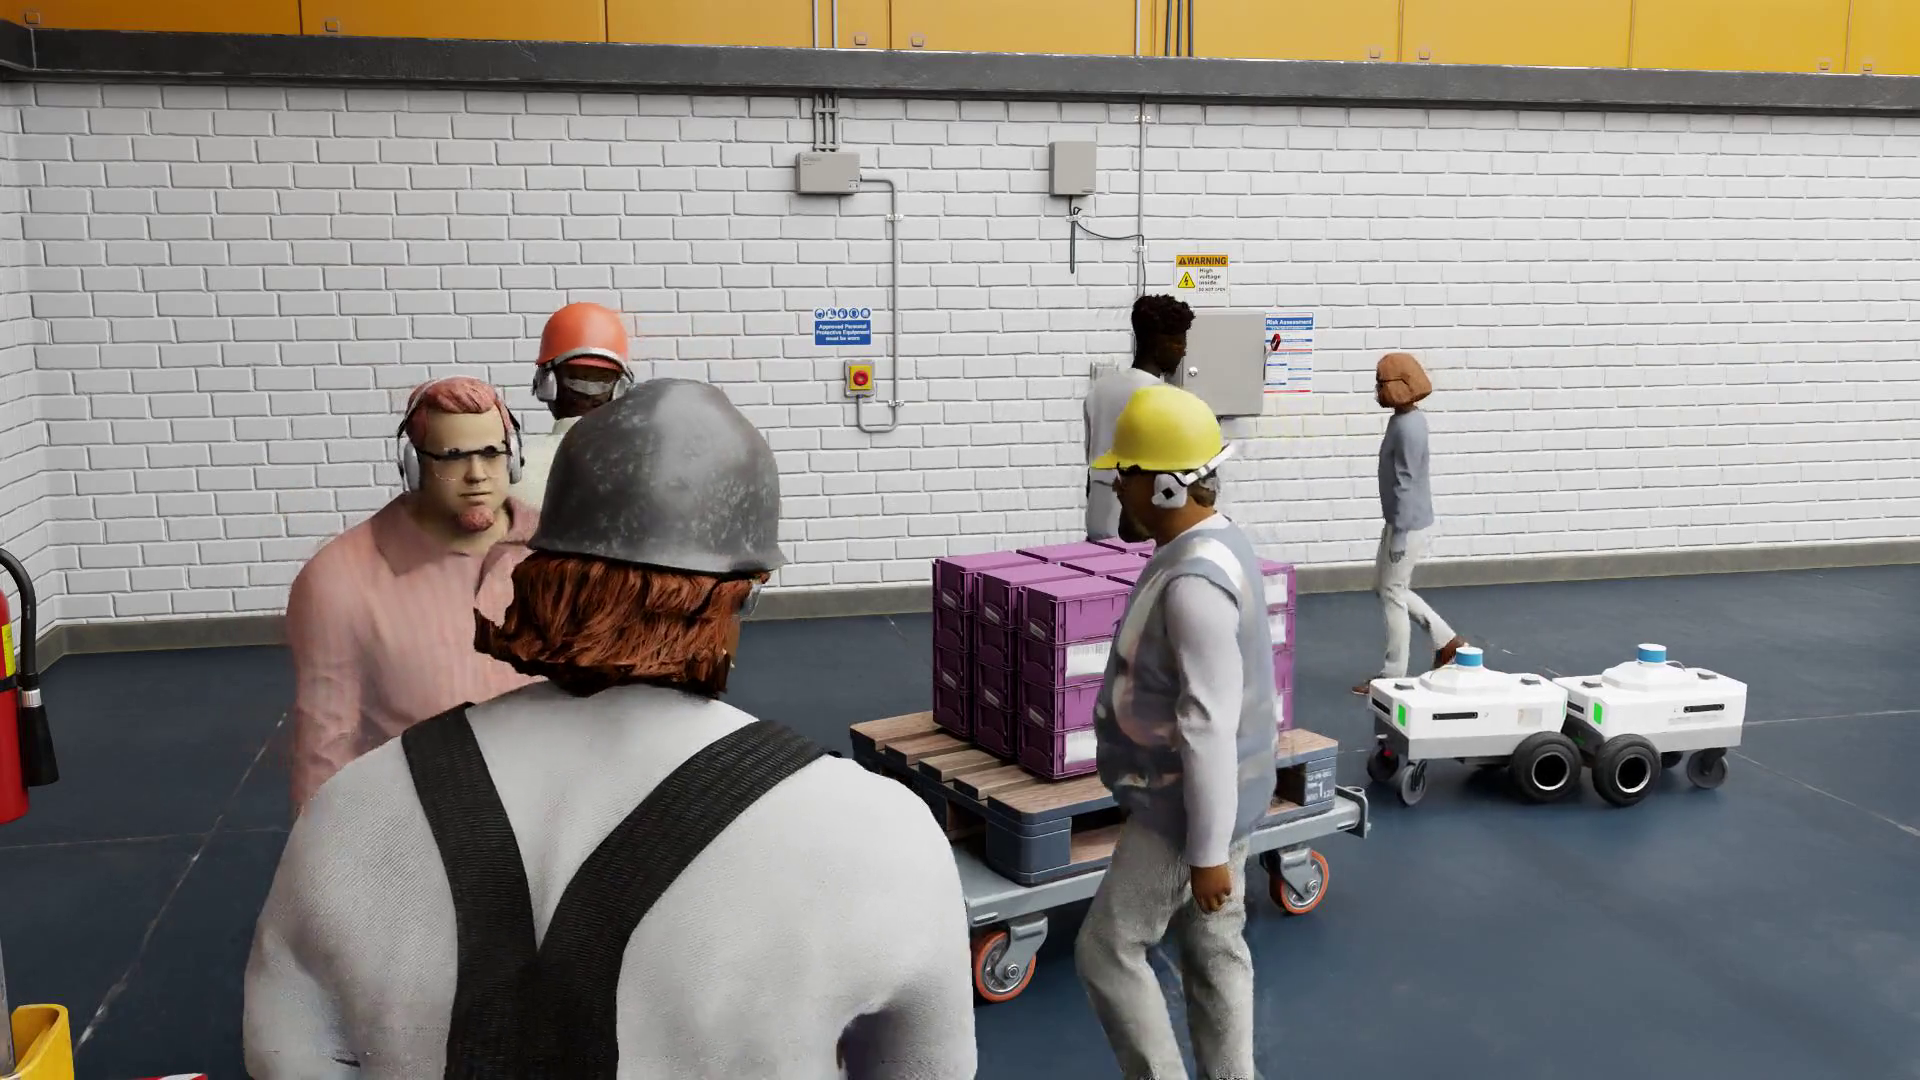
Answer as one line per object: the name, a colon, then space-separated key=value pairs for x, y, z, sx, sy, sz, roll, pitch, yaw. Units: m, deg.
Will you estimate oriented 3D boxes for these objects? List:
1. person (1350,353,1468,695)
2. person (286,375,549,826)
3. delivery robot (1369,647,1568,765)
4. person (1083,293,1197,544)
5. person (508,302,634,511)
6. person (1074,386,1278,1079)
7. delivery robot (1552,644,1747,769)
person: x=2.106 y=-0.059 z=7.733 sx=0.442 sy=1.614 sz=0.516 roll=2 pitch=10 yaw=11
person: x=-1.017 y=0.596 z=3.389 sx=0.652 sy=1.883 sz=0.815 roll=-7 pitch=12 yaw=-34
delivery robot: x=1.958 y=0.659 z=6.439 sx=0.707 sy=0.478 sz=0.477 roll=-1 pitch=10 yaw=-8
person: x=0.659 y=-0.036 z=6.771 sx=0.841 sy=1.931 sz=0.627 roll=-6 pitch=12 yaw=-32
person: x=-0.974 y=0.382 z=4.302 sx=0.634 sy=1.970 sz=0.423 roll=-9 pitch=13 yaw=-40
person: x=0.462 y=0.566 z=3.726 sx=0.511 sy=1.814 sz=0.597 roll=3 pitch=11 yaw=15
delivery robot: x=2.688 y=0.649 z=6.492 sx=0.707 sy=0.478 sz=0.477 roll=-3 pitch=10 yaw=-14
